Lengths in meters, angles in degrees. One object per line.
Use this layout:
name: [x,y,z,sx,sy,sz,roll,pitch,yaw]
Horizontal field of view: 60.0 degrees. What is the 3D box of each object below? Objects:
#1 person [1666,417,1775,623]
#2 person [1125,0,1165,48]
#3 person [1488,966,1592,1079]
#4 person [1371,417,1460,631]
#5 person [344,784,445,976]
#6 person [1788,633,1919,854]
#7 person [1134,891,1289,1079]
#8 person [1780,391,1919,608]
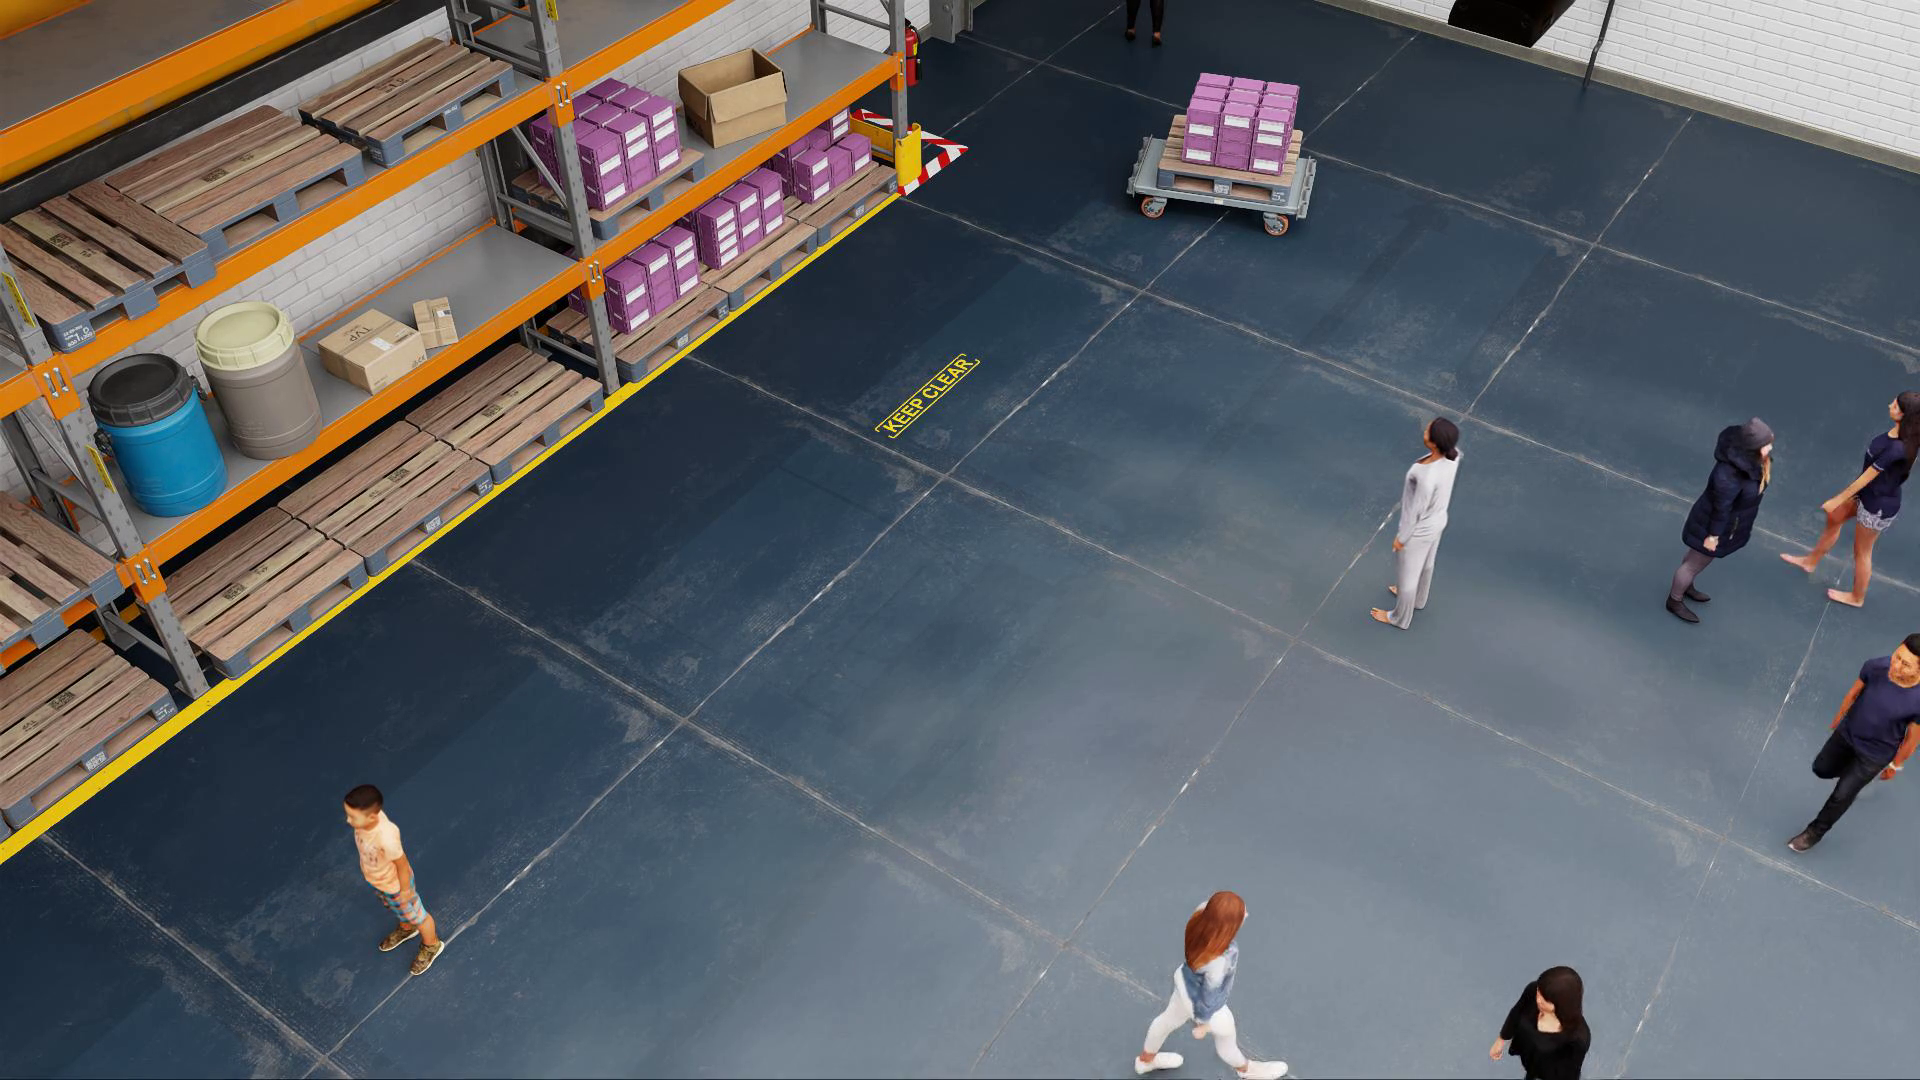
person: [5.147,-0.157,11.279,0.714,1.674,0.568,26,49,25]
person: [1.959,-6.031,17.326,0.707,1.840,0.666,16,46,16]
person: [3.015,2.598,8.431,1.177,1.615,0.974,-21,47,-21]
person: [3.113,-0.116,11.192,0.702,1.736,0.467,28,50,26]
person: [-3.193,1.864,9.312,0.523,1.461,0.495,28,50,26]
person: [5.417,1.164,9.820,1.037,1.776,0.893,-20,47,-20]
person: [1.164,2.358,8.648,1.082,1.662,1.057,-4,44,-4]
person: [6.299,-0.212,11.291,0.664,1.739,0.774,25,49,24]
